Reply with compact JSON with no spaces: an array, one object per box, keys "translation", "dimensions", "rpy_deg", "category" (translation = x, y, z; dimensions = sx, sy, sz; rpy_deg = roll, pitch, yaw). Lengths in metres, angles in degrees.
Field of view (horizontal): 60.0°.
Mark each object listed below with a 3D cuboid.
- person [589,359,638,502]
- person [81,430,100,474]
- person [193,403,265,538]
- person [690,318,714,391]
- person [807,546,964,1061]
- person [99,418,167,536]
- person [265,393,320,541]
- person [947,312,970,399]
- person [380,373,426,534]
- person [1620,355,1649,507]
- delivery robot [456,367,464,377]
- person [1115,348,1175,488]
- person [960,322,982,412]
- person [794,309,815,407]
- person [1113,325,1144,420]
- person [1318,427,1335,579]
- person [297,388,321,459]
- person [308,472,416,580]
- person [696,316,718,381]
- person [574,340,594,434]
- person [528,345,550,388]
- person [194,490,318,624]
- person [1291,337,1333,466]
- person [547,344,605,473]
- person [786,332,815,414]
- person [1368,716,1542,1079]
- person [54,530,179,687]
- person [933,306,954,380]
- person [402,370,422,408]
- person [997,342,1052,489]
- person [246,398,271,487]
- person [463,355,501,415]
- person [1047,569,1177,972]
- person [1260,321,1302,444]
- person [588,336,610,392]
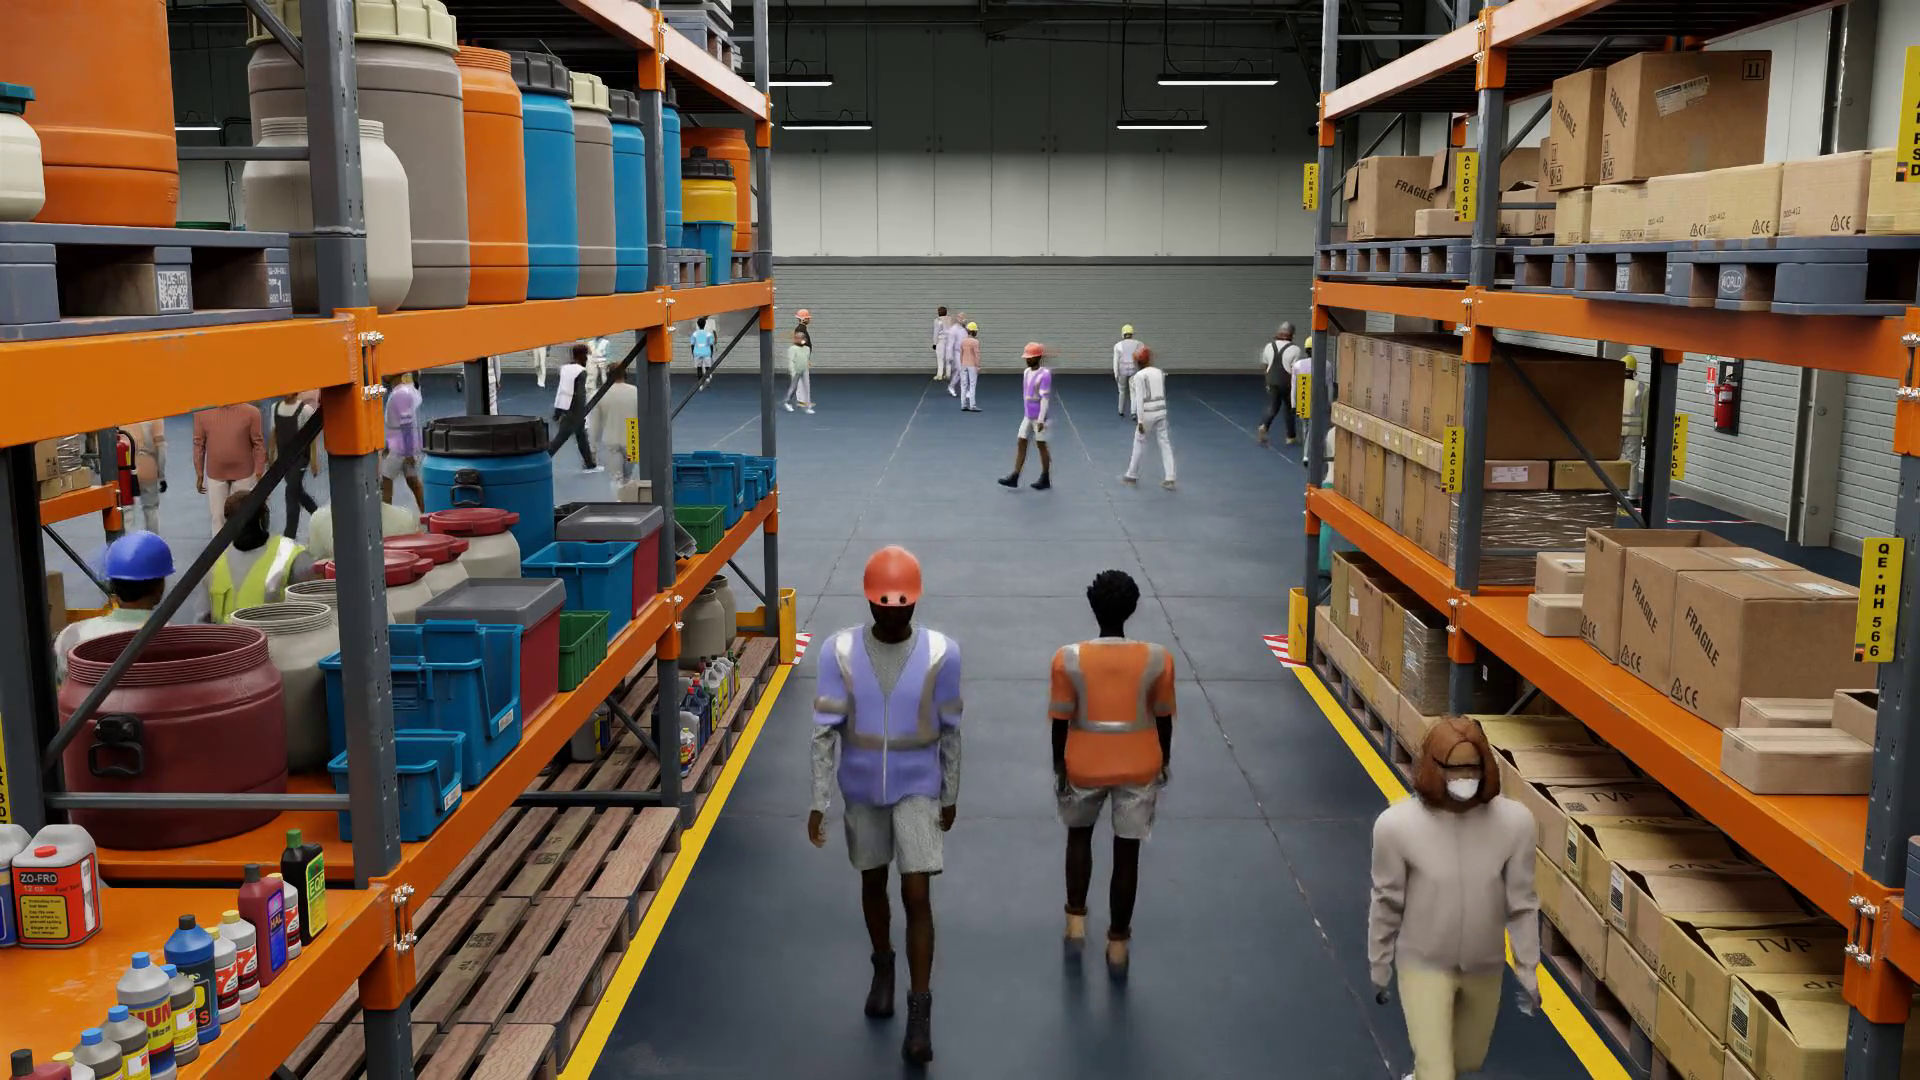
[{"translation":[-3.744,-1.042,18.316],"dimensions":[0.640,1.908,0.959],"rpy_deg":[-4,10,-22],"category":"person"},{"translation":[-12.348,-1.911,23.548],"dimensions":[0.970,1.896,0.556],"rpy_deg":[8,13,41],"category":"person"},{"translation":[-6.818,-0.626,15.527],"dimensions":[0.622,1.993,0.382],"rpy_deg":[-2,10,-12],"category":"person"},{"translation":[-5.946,-4.287,38.388],"dimensions":[0.537,1.685,0.387],"rpy_deg":[-1,10,-7],"category":"person"},{"translation":[-0.280,0.973,6.250],"dimensions":[0.571,1.900,0.887],"rpy_deg":[1,9,4],"category":"person"},{"translation":[-7.864,-0.632,15.889],"dimensions":[0.604,1.881,0.900],"rpy_deg":[-2,10,-14],"category":"person"},{"translation":[-6.964,-0.858,17.526],"dimensions":[0.515,1.820,0.903],"rpy_deg":[4,10,22],"category":"person"},{"translation":[0.010,-4.064,36.506],"dimensions":[0.927,1.875,0.652],"rpy_deg":[9,13,43],"category":"person"},{"translation":[-6.064,-0.988,17.666],"dimensions":[0.946,2.003,0.630],"rpy_deg":[-2,10,-11],"category":"person"},{"translation":[8.062,-1.323,20.185],"dimensions":[0.589,1.834,0.403],"rpy_deg":[5,11,27],"category":"person"},{"translation":[-11.430,-3.883,38.415],"dimensions":[0.335,0.223,0.698],"rpy_deg":[-5,11,-29],"category":"delivery robot"},{"translation":[2.511,-1.611,21.914],"dimensions":[0.734,1.822,0.919],"rpy_deg":[-7,12,-37],"category":"person"},{"translation":[0.221,-3.446,33.107],"dimensions":[0.326,1.767,0.533],"rpy_deg":[-9,13,-42],"category":"person"},{"translation":[-3.225,-3.752,34.255],"dimensions":[0.376,1.995,0.612],"rpy_deg":[-3,10,-17],"category":"person"},{"translation":[3.193,-3.163,31.384],"dimensions":[0.601,1.788,0.941],"rpy_deg":[0,9,2],"category":"person"},{"translation":[3.635,-0.502,15.599],"dimensions":[0.826,1.715,0.547],"rpy_deg":[-6,11,-33],"category":"person"},{"translation":[-9.874,-2.153,24.985],"dimensions":[0.411,1.893,0.659],"rpy_deg":[8,12,40],"category":"person"},{"translation":[-3.376,0.426,9.443],"dimensions":[0.615,1.934,1.062],"rpy_deg":[-2,10,-10],"category":"person"},{"translation":[-6.327,-4.899,41.549],"dimensions":[0.558,1.851,0.402],"rpy_deg":[-2,10,-11],"category":"person"},{"translation":[-6.502,-2.633,28.650],"dimensions":[0.372,1.624,0.528],"rpy_deg":[3,10,17],"category":"person"},{"translation":[-10.033,-4.584,39.702],"dimensions":[0.527,1.845,0.761],"rpy_deg":[-1,10,-5],"category":"person"},{"translation":[-3.652,0.622,8.677],"dimensions":[0.650,1.798,0.967],"rpy_deg":[2,10,9],"category":"person"},{"translation":[5.128,-2.027,24.303],"dimensions":[0.589,1.885,1.000],"rpy_deg":[5,11,28],"category":"person"},{"translation":[-5.492,-1.821,23.201],"dimensions":[1.104,1.842,0.620],"rpy_deg":[-8,12,-38],"category":"person"},{"translation":[-3.187,-3.317,32.865],"dimensions":[0.505,1.600,0.849],"rpy_deg":[-7,12,-36],"category":"person"},{"translation":[1.505,1.299,5.172],"dimensions":[0.499,1.604,0.775],"rpy_deg":[0,9,-3],"category":"person"},{"translation":[-3.170,0.932,6.381],"dimensions":[0.604,1.933,0.707],"rpy_deg":[0,9,1],"category":"person"},{"translation":[-0.447,-4.996,42.168],"dimensions":[0.625,1.844,0.429],"rpy_deg":[-8,13,-41],"category":"person"},{"translation":[-9.710,-2.796,29.100],"dimensions":[0.685,1.807,0.549],"rpy_deg":[8,12,39],"category":"person"},{"translation":[0.882,-1.600,21.605],"dimensions":[0.783,1.910,0.572],"rpy_deg":[-6,11,-34],"category":"person"},{"translation":[-7.790,-1.004,18.051],"dimensions":[0.644,1.922,0.554],"rpy_deg":[1,10,7],"category":"person"},{"translation":[-8.025,-2.674,27.950],"dimensions":[0.615,1.945,0.409],"rpy_deg":[-4,10,-25],"category":"person"},{"translation":[0.641,0.951,7.019],"dimensions":[0.537,1.680,0.506],"rpy_deg":[1,10,5],"category":"person"},{"translation":[5.230,-2.548,27.034],"dimensions":[0.690,2.000,0.778],"rpy_deg":[8,12,39],"category":"person"},{"translation":[-7.447,-3.545,34.187],"dimensions":[0.517,1.607,0.748],"rpy_deg":[2,10,13],"category":"person"}]
